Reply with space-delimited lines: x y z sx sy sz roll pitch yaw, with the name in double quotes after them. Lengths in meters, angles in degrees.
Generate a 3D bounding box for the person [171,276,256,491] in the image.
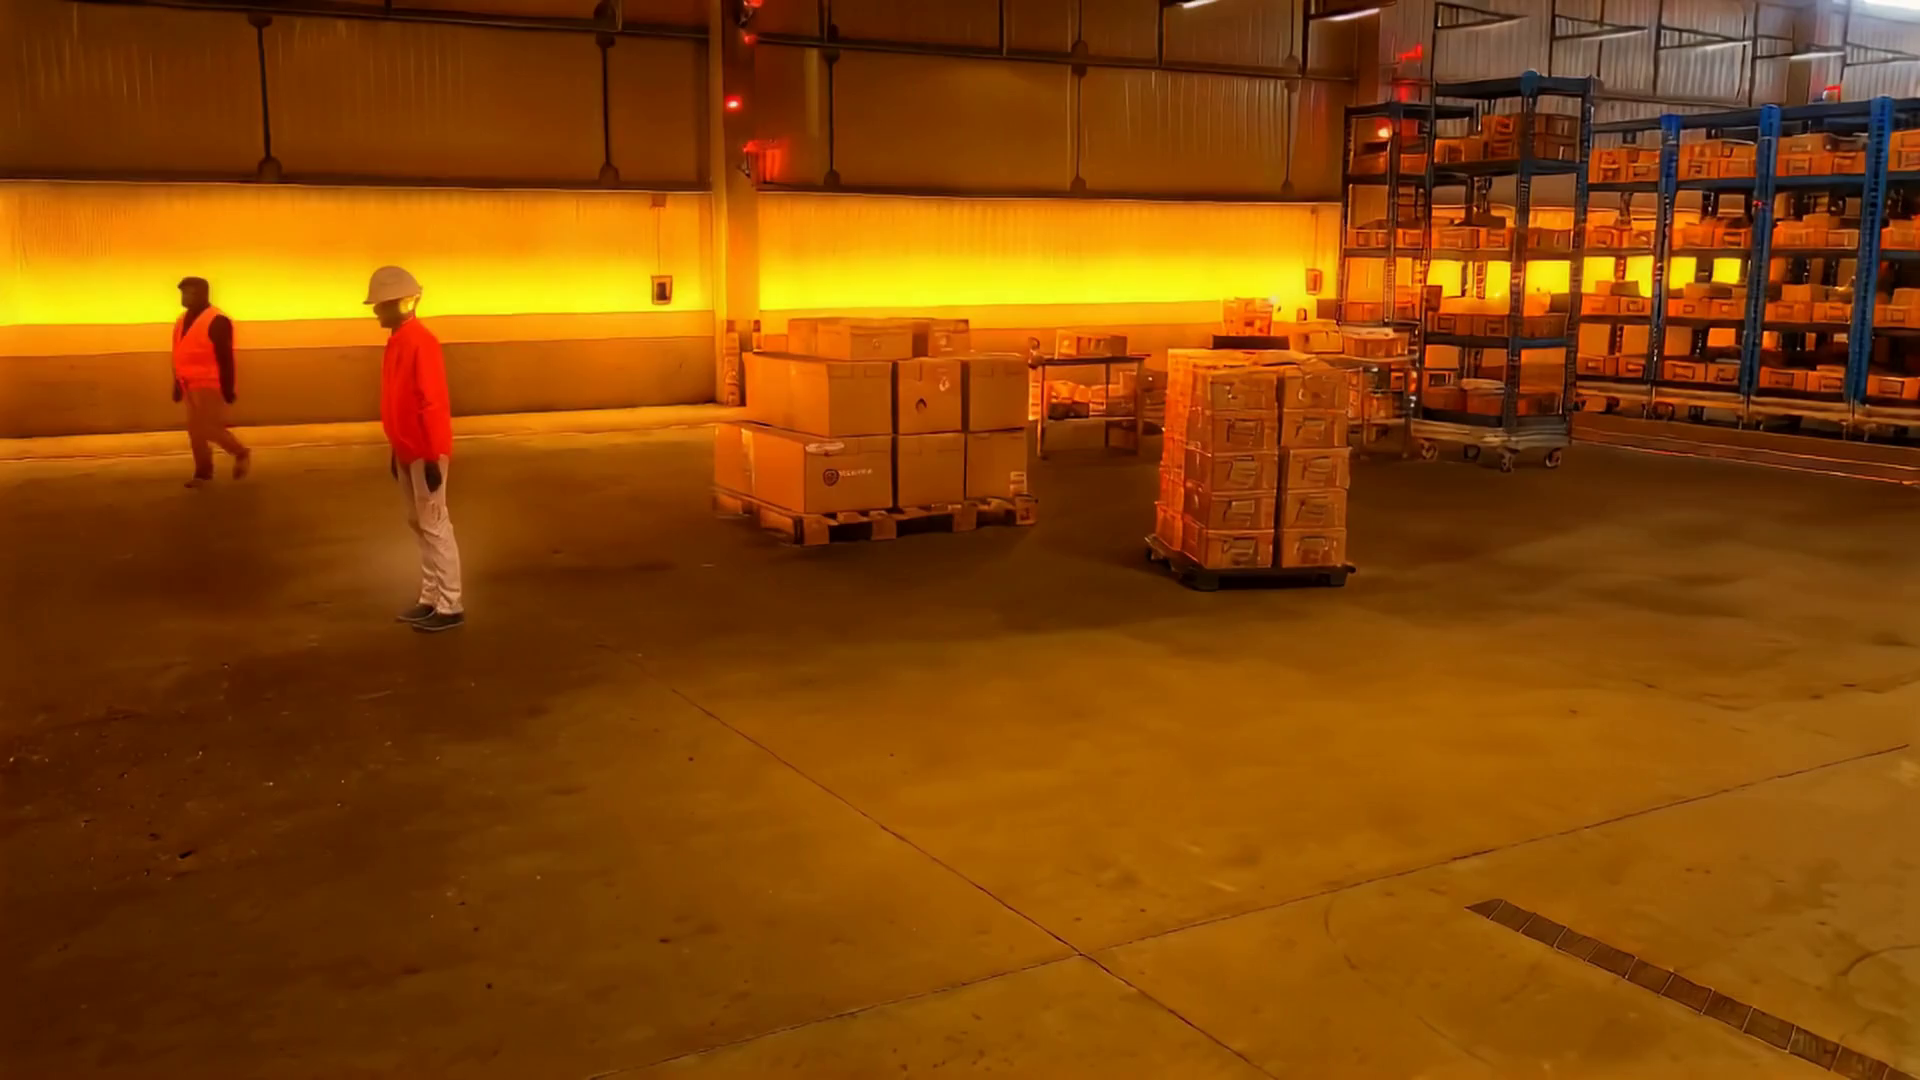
-6.450 -1.337 14.233 0.630 1.828 0.516 7 12 35 "person"

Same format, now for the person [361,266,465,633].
-2.959 -0.479 8.964 0.434 1.976 0.613 -7 12 -34 "person"

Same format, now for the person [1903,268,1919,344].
14.624 -3.334 25.670 0.992 1.775 0.704 1 10 5 "person"
